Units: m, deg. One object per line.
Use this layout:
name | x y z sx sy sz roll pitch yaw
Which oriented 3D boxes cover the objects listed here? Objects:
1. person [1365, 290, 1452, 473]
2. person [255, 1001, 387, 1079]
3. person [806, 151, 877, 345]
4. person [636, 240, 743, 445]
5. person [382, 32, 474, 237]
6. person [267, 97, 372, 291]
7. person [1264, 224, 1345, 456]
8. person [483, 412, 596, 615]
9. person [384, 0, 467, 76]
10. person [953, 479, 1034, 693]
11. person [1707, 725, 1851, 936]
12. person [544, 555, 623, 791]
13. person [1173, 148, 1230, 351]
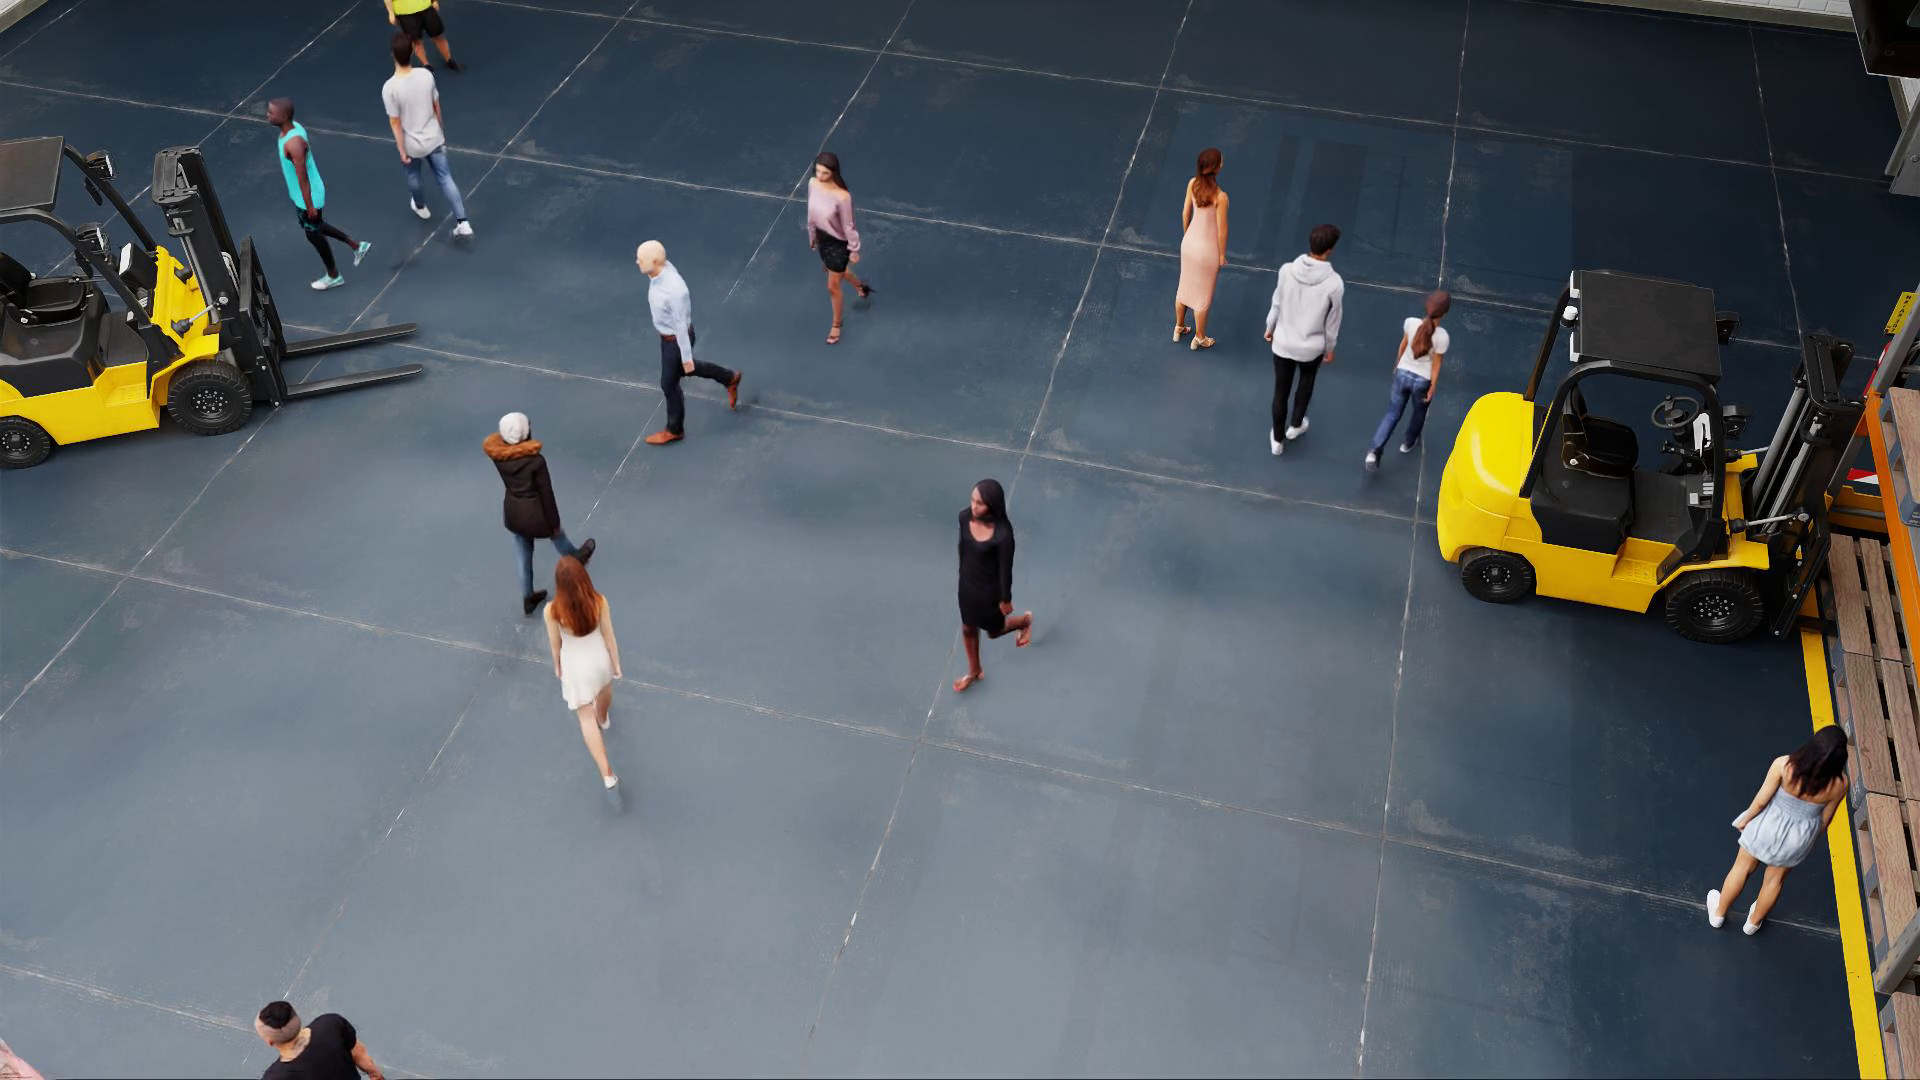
person | 3.345 -1.160 12.394 0.805 1.533 1.077 28 50 26
person | -2.931 2.811 8.024 0.876 1.811 1.228 18 46 18
person | -0.981 -2.422 13.534 1.034 1.788 0.893 -33 52 -29
person | -2.065 -1.532 12.620 1.185 1.759 1.159 -21 47 -21
person | -4.684 -3.500 14.624 1.237 1.844 1.185 -30 51 -28
person | -5.414 -2.938 14.069 0.912 1.797 0.879 -14 45 -14
person | 2.515 -1.422 12.404 0.731 1.898 0.708 14 45 14
person | -2.951 -0.151 11.284 0.691 1.603 0.980 14 45 15
person | -5.498 -5.410 16.760 0.854 1.665 0.882 -28 50 -27
person | 0.222 0.264 10.775 0.877 1.704 1.033 33 53 30
person | 4.604 1.625 9.327 0.605 1.730 0.551 15 46 15
person | -2.281 0.817 10.211 0.985 1.681 1.180 -14 45 -14
person | 1.942 -2.343 13.419 0.672 1.832 0.656 -32 52 -29
